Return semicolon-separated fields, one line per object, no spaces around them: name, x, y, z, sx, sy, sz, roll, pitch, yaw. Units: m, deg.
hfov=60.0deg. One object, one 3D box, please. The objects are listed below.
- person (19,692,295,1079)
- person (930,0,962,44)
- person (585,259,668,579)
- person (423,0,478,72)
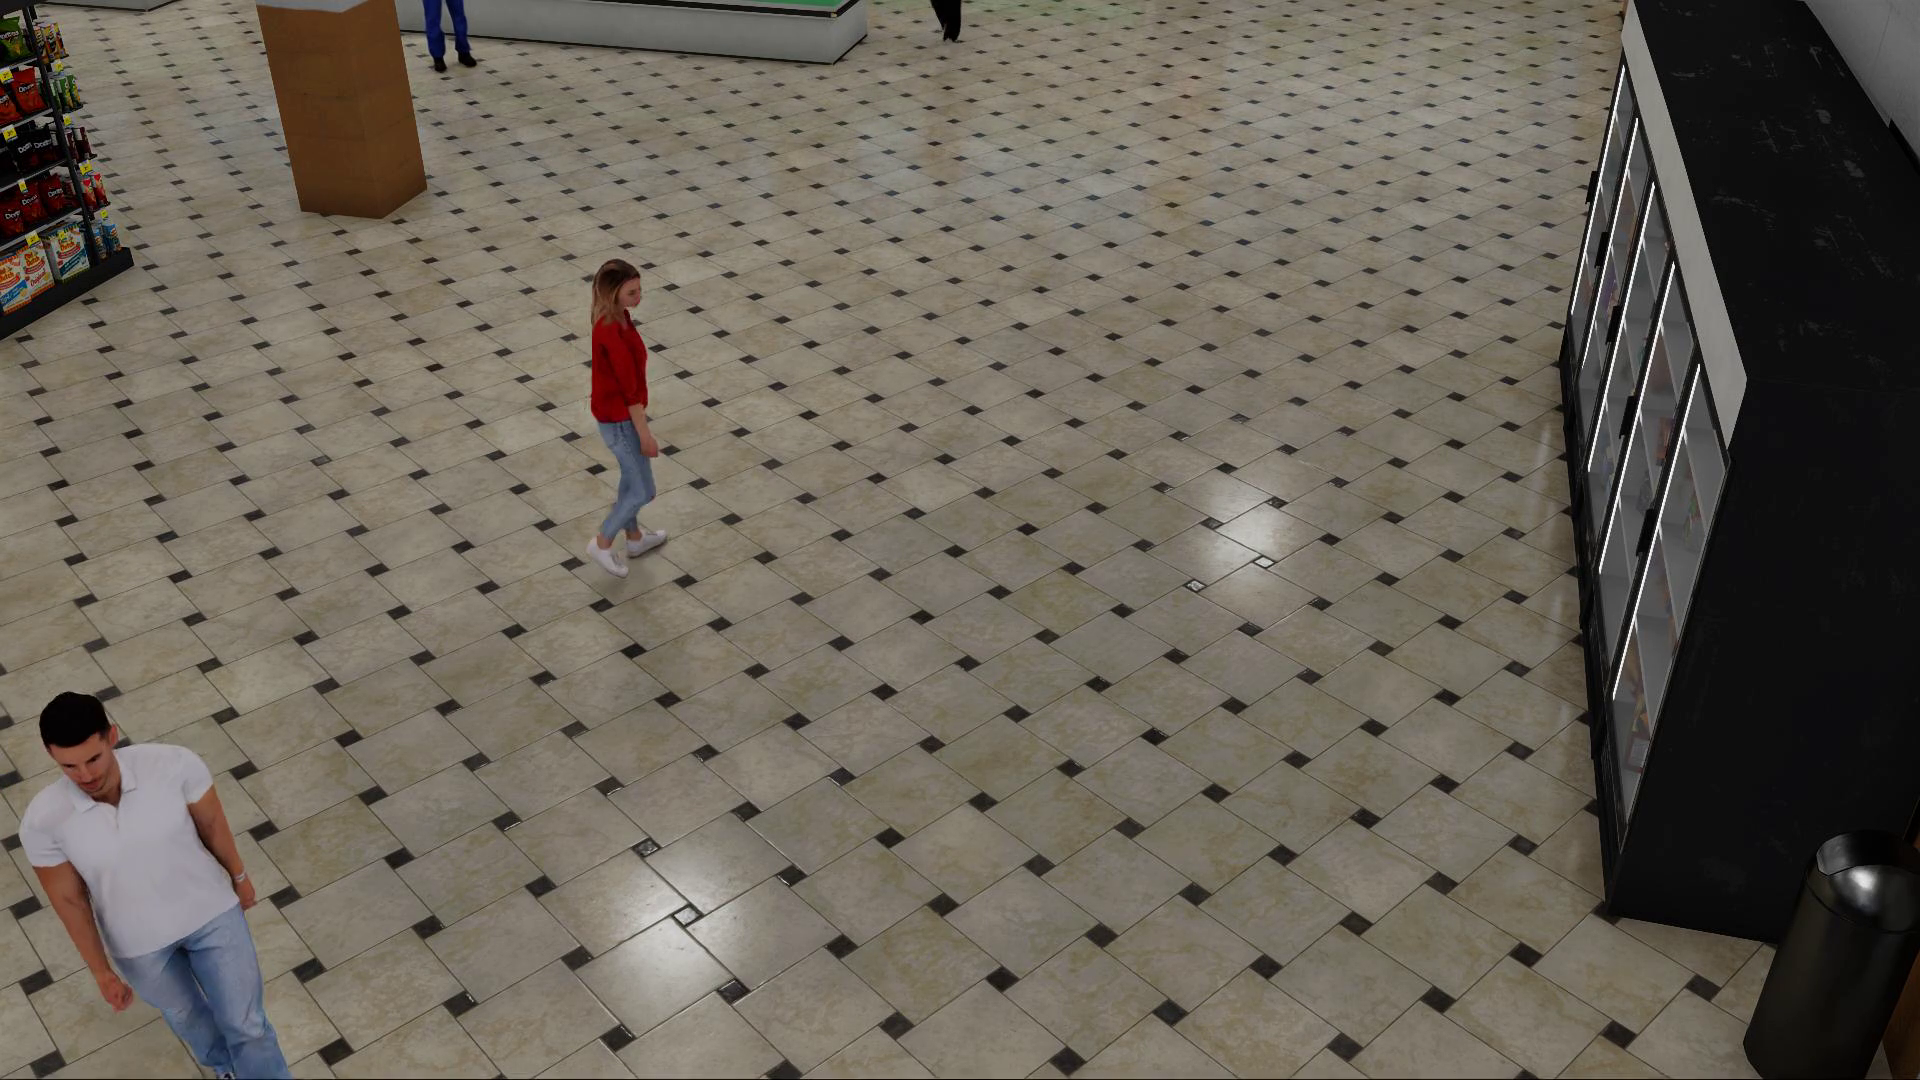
person;-2.477;1.131;5.211;0.972;1.828;1.013;-14;34;-21
person;-0.148;-5.660;16.349;0.822;1.591;0.853;-5;32;-8
person;-1.660;-0.554;8.053;0.842;1.687;0.802;-17;36;-25
person;-4.907;-5.372;15.681;0.730;1.809;0.789;-17;36;-25
